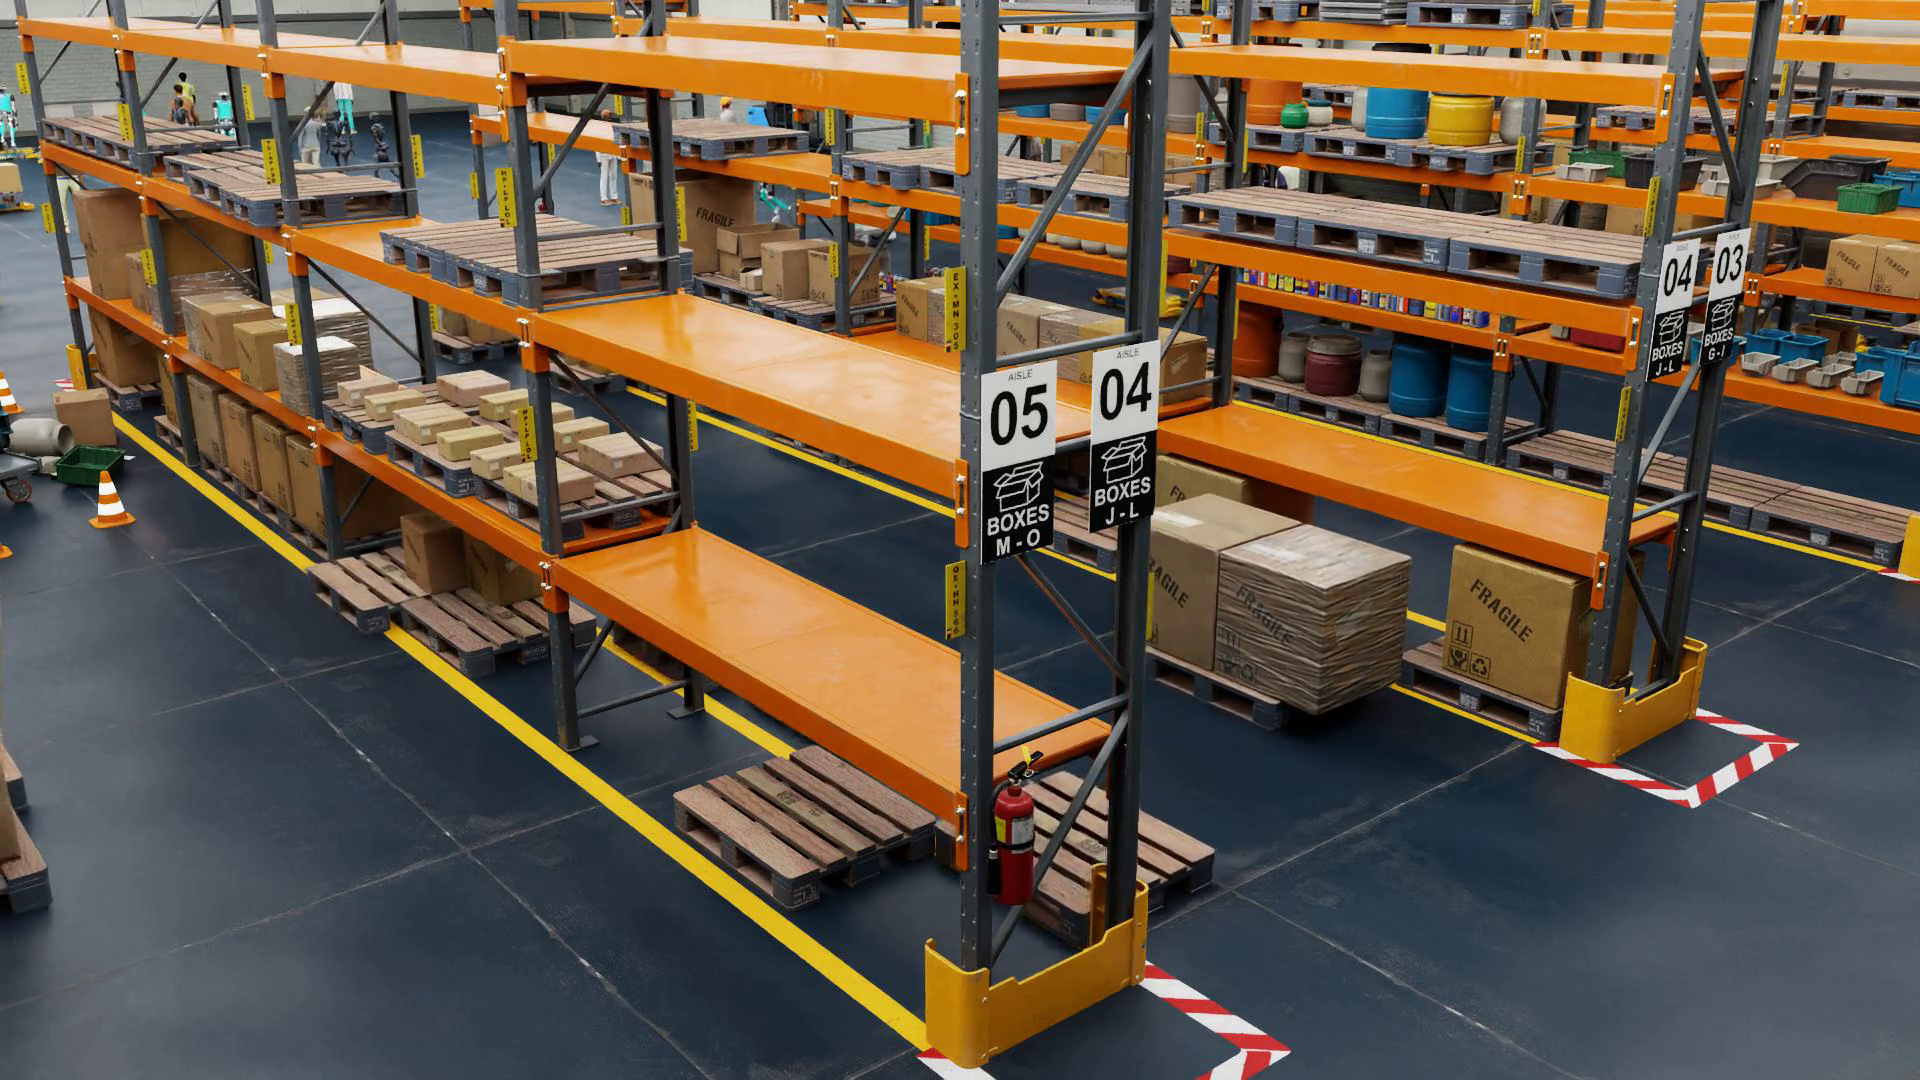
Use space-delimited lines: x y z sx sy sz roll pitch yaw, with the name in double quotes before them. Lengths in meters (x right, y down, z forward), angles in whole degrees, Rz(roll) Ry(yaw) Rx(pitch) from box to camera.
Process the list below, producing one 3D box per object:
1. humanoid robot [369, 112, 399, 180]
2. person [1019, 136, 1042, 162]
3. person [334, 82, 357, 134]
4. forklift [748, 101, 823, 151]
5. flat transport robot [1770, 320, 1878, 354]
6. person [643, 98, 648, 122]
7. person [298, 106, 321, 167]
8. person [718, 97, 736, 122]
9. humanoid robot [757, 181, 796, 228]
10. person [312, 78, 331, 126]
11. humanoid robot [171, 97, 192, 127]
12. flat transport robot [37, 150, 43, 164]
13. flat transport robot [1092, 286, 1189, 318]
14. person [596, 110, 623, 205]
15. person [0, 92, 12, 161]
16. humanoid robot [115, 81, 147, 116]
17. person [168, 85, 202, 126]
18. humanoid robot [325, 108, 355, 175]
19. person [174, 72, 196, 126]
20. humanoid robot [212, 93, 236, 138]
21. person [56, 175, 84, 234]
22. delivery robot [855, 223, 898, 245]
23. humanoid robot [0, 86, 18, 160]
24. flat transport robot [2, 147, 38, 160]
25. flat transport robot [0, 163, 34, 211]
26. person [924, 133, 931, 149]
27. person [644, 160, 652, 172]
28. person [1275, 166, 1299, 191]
"humanoid robot" -12.354 -8.341 35.636 0.811 1.635 0.591 -3 20 -7
"person" 1.295 -6.690 30.731 0.541 1.756 0.415 -12 23 -31
"person" -17.279 -12.369 46.655 0.498 1.916 0.376 -1 19 -4
"forklift" -4.526 -11.368 42.374 1.129 2.768 1.873 -15 24 -37
"flat transport robot" 10.864 -2.574 21.261 0.659 0.231 1.431 -15 24 -36
"person" -7.753 -10.781 42.127 0.538 1.933 0.952 -2 19 -5
"person" -13.955 -8.409 35.681 0.550 1.722 0.655 -17 26 -40
"person" -5.185 -8.846 36.753 1.020 1.841 0.564 5 20 14
"humanoid robot" -3.187 -6.141 29.287 0.899 1.818 0.546 -11 22 -28
"person" -18.711 -13.078 48.751 0.536 1.860 0.474 17 25 39
"humanoid robot" -18.154 -9.457 38.735 0.614 1.648 0.467 7 21 19
"flat transport robot" -22.075 -9.323 40.470 0.659 0.231 1.431 -10 21 -25
"flat transport robot" 2.581 -3.383 23.564 0.659 0.231 1.431 -13 23 -33
"person" -7.046 -7.653 33.311 0.351 1.872 0.564 15 24 36
"person" -23.395 -10.235 40.439 0.775 2.005 0.628 15 24 36
"humanoid robot" -22.586 -11.853 45.439 0.546 1.735 1.010 2 19 4
"person" -18.909 -10.185 40.622 0.681 1.804 0.792 12 22 30
"humanoid robot" -13.550 -8.577 36.277 0.607 1.638 0.714 -4 20 -10
"person" -21.708 -12.258 46.677 0.528 1.688 0.322 -10 22 -27
"humanoid robot" -17.048 -9.519 38.861 0.581 1.788 0.884 -16 25 -38
"person" -16.078 -6.477 29.924 0.534 1.894 0.397 -13 23 -32
"delivery robot" -1.502 -5.444 29.025 0.810 0.612 0.499 -16 25 -38
"humanoid robot" -23.238 -10.072 40.492 0.555 1.858 0.733 -7 20 -18
"flat transport robot" -23.512 -9.510 41.000 1.431 0.231 0.659 -11 22 -28
"flat transport robot" -18.951 -6.500 32.434 0.659 0.231 1.431 15 24 37
"person" -0.795 -7.501 33.058 0.474 1.743 0.336 -3 20 -9
"person" -5.186 -5.940 28.307 0.370 1.955 0.604 -1 19 -2
"person" 5.323 -5.476 27.142 0.393 1.846 0.562 15 24 36
